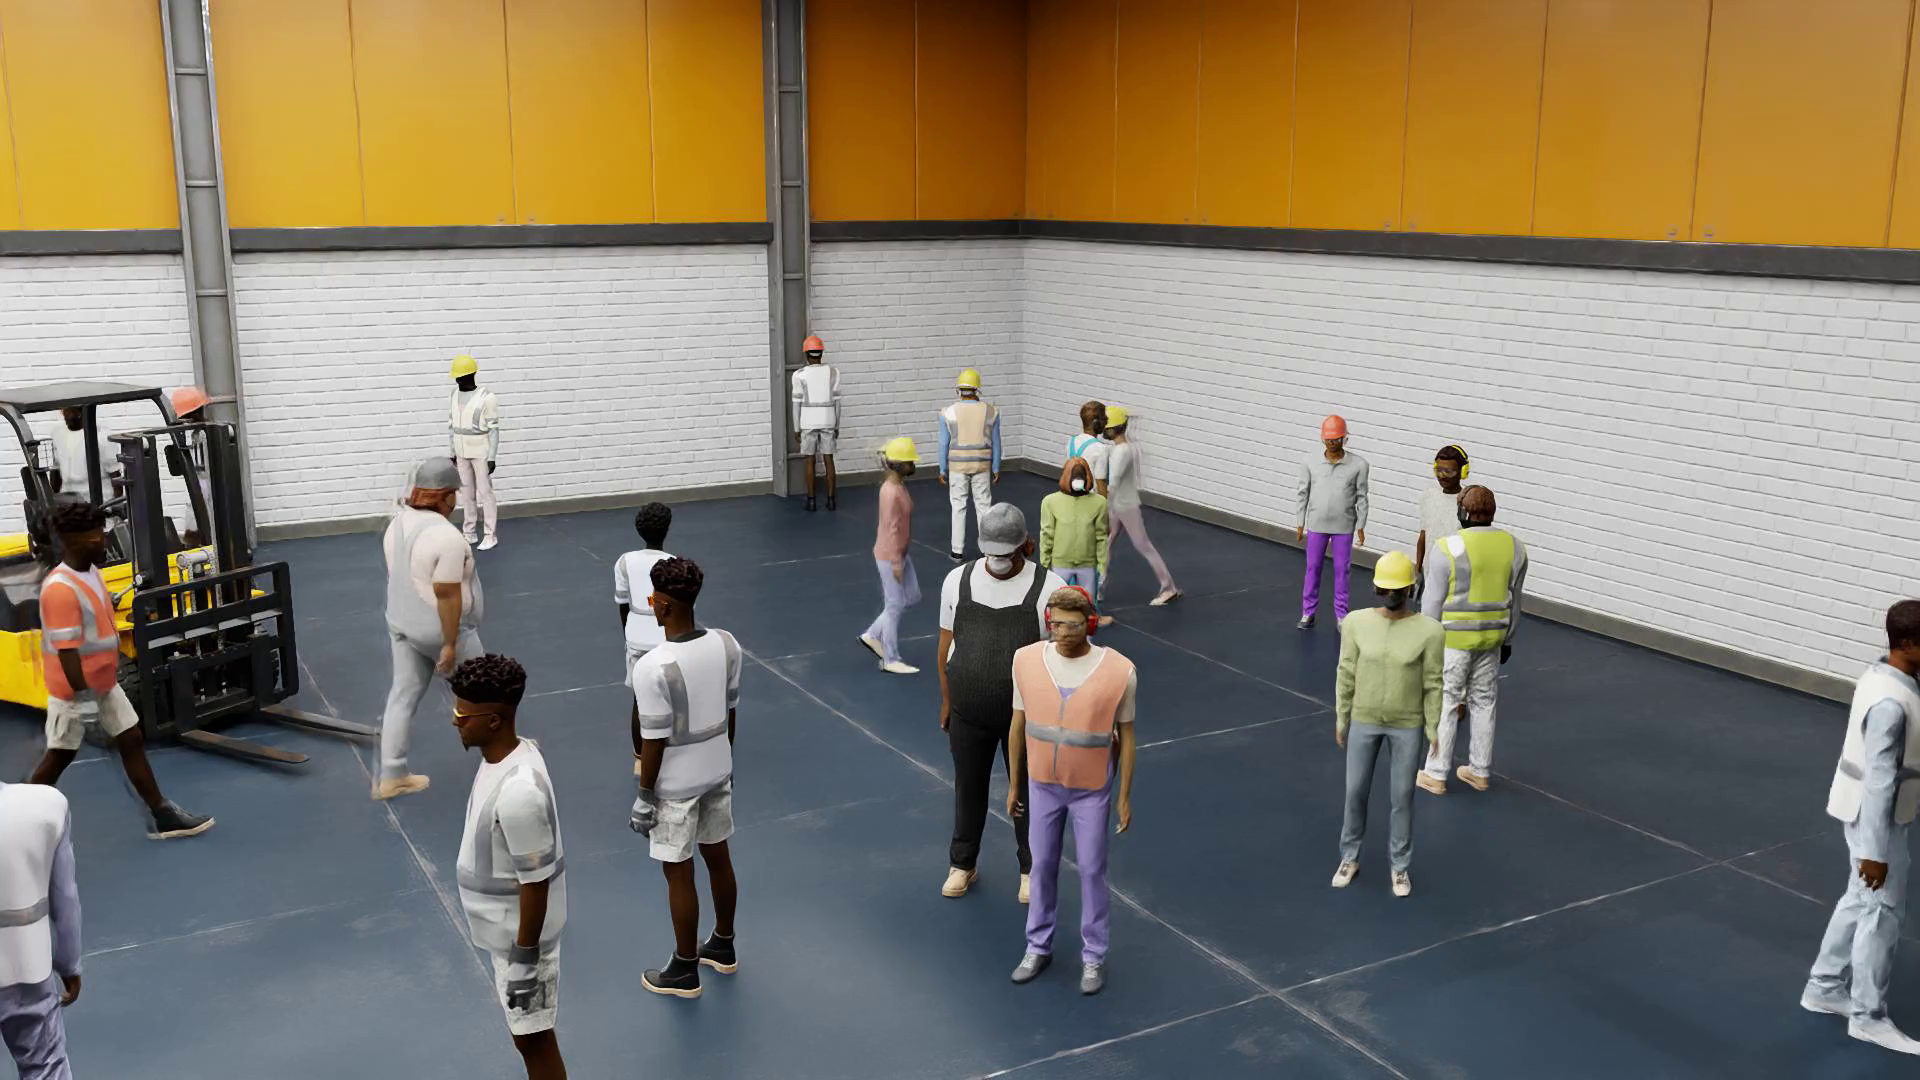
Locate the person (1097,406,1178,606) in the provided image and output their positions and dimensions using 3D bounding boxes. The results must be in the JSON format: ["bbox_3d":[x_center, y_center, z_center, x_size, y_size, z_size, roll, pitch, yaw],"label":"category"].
[{"bbox_3d":[1.422,-0.285,14.077,0.940,1.710,0.532,0,12,1],"label":"person"}]

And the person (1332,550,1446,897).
[{"bbox_3d":[2.135,0.915,8.325,0.530,1.768,0.323,4,13,19],"label":"person"}]

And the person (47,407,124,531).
[{"bbox_3d":[-7.196,-0.317,13.714,0.636,1.937,0.585,4,13,17],"label":"person"}]

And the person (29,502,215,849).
[{"bbox_3d":[-4.629,0.736,8.824,1.006,1.913,0.639,-2,12,-9],"label":"person"}]

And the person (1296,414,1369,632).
[{"bbox_3d":[2.958,-0.133,13.261,0.568,1.750,0.342,4,13,18],"label":"person"}]

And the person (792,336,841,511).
[{"bbox_3d":[-1.575,-1.275,18.240,0.545,1.919,0.422,-3,12,-14],"label":"person"}]

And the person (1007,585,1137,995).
[{"bbox_3d":[0.491,1.084,7.348,0.570,1.840,0.373,4,13,19],"label":"person"}]

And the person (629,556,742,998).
[{"bbox_3d":[-1.205,1.031,7.301,0.366,1.967,0.603,8,14,32],"label":"person"}]

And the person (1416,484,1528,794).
[{"bbox_3d":[2.973,0.584,9.735,0.636,1.830,0.429,-4,13,-17],"label":"person"}]

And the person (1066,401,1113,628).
[{"bbox_3d":[1.037,-0.207,13.422,0.342,1.840,0.505,-7,14,-30],"label":"person"}]

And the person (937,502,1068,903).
[{"bbox_3d":[0.200,0.798,8.220,0.677,2.000,0.536,3,12,12],"label":"person"}]

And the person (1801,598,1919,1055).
[{"bbox_3d":[3.824,1.156,6.883,0.425,1.918,0.609,6,14,27],"label":"person"}]

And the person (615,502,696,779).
[{"bbox_3d":[-1.789,0.612,9.900,0.540,1.698,0.316,5,13,23],"label":"person"}]

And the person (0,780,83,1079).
[{"bbox_3d":[-3.170,1.455,5.454,0.383,1.911,0.593,11,16,42],"label":"person"}]

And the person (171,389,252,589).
[{"bbox_3d":[-6.400,-0.342,13.974,0.612,1.866,0.933,7,14,30],"label":"person"}]

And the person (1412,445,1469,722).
[{"bbox_3d":[3.236,0.286,11.057,0.505,1.862,0.328,11,17,43],"label":"person"}]

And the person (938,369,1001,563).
[{"bbox_3d":[0.090,-0.696,15.723,0.599,1.827,0.403,-1,12,-6],"label":"person"}]

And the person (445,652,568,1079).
[{"bbox_3d":[-1.565,1.344,5.836,0.364,1.964,0.611,-4,13,-20],"label":"person"}]

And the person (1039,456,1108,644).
[{"bbox_3d":[0.818,0.203,11.967,0.500,1.635,0.287,-1,12,-7],"label":"person"}]

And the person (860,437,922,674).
[{"bbox_3d":[-0.476,0.117,12.080,0.407,1.752,0.535,2,12,8],"label":"person"}]

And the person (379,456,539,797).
[{"bbox_3d":[-3.062,0.460,9.803,0.678,2.000,0.999,8,15,35],"label":"person"}]

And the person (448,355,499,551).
[{"bbox_3d":[-4.767,-0.853,16.250,0.585,1.917,0.382,6,13,25],"label":"person"}]

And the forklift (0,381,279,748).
[{"bbox_3d":[-5.853,0.085,11.199,2.313,2.155,1.214,7,14,28],"label":"forklift"}]
